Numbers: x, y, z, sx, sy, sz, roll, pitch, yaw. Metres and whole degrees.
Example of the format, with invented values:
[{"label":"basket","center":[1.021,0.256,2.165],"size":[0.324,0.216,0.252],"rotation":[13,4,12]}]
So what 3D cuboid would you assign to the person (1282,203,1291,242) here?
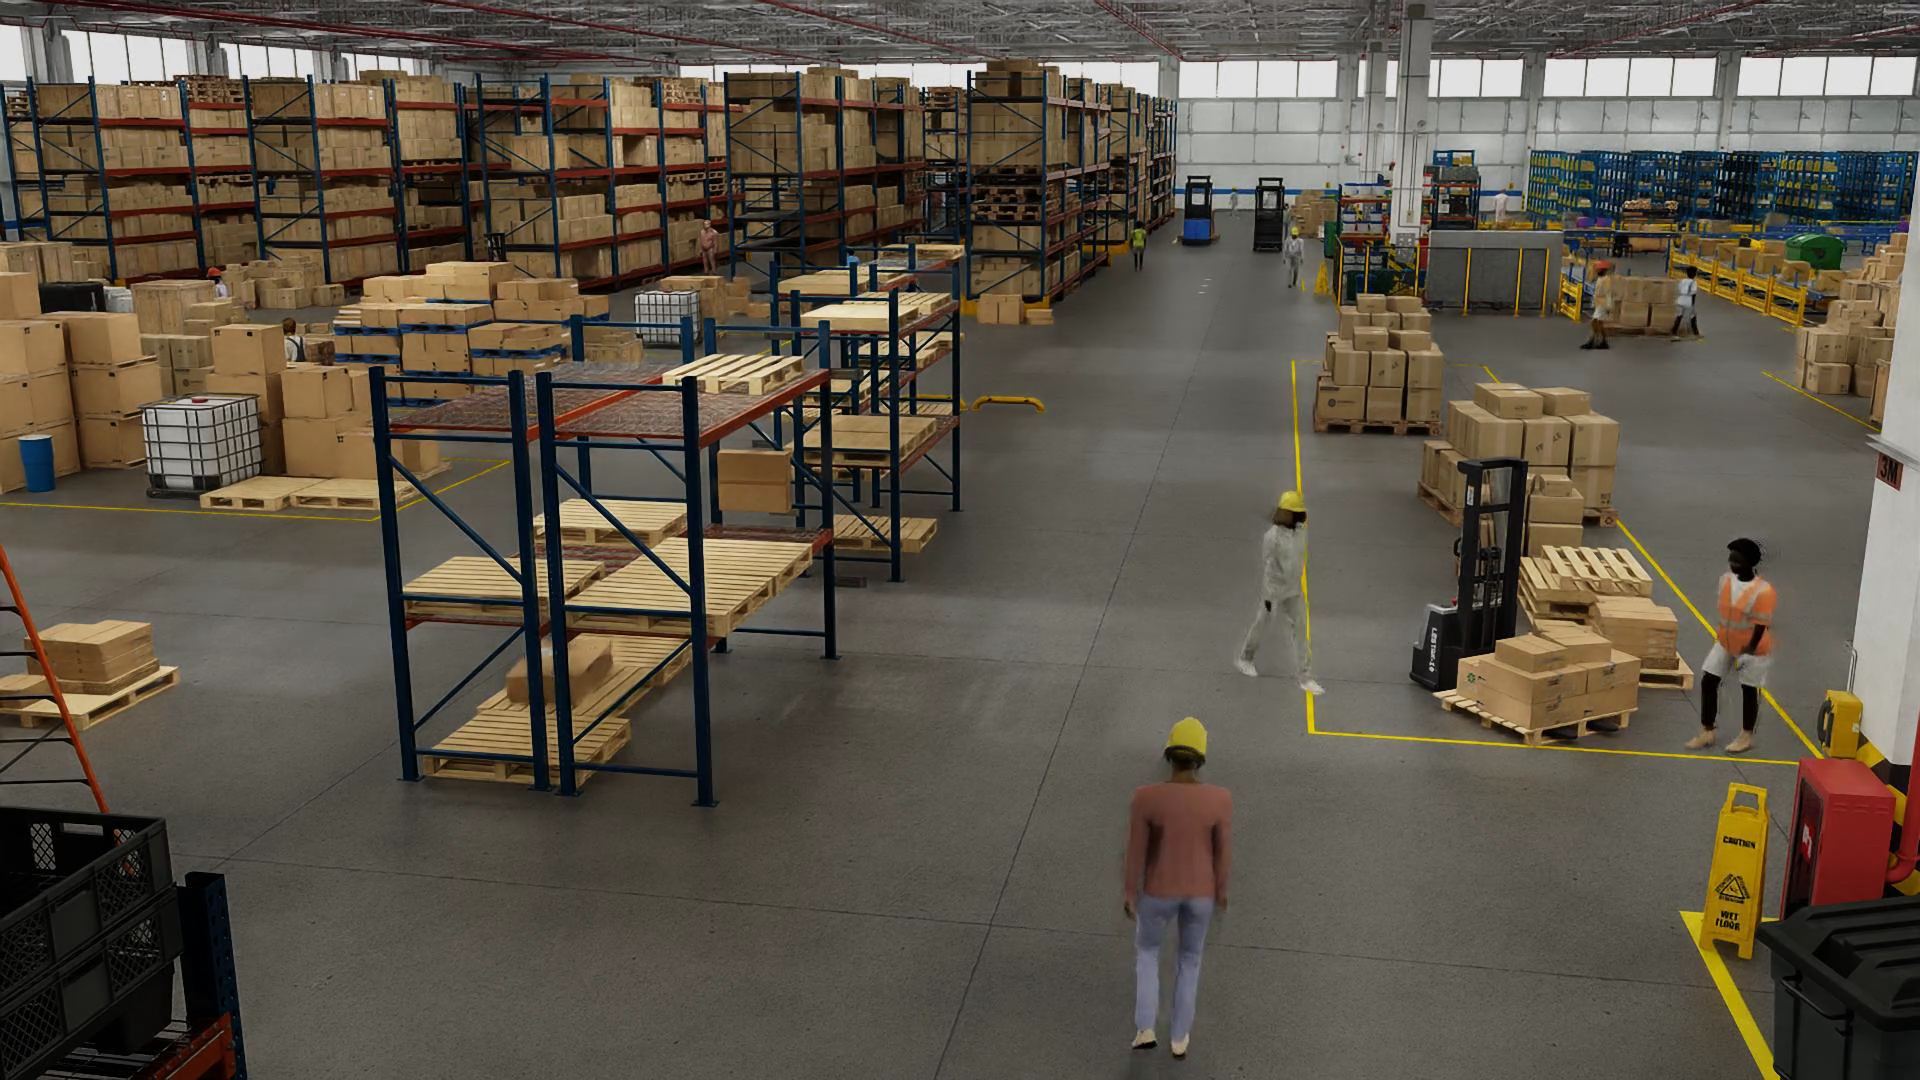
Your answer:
[{"label":"person","center":[13.743,-13.440,70.357],"size":[0.494,1.625,0.281],"rotation":[-3,14,-13]}]

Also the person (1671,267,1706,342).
[{"label":"person","center":[16.248,-5.245,37.002],"size":[0.846,1.649,0.557],"rotation":[-5,15,-19]}]

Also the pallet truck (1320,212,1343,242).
[{"label":"pallet truck","center":[15.874,-13.227,70.310],"size":[0.680,1.201,1.601],"rotation":[10,17,35]}]

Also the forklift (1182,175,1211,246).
[{"label":"forklift","center":[9.669,-13.413,67.660],"size":[1.129,2.768,1.873],"rotation":[2,14,10]}]

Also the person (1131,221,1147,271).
[{"label":"person","center":[5.994,-9.884,55.872],"size":[0.536,1.648,0.889],"rotation":[0,14,2]}]

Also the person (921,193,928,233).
[{"label":"person","center":[-1.586,-14.970,75.922],"size":[0.547,1.938,0.377],"rotation":[2,14,7]}]

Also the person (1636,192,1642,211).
[{"label":"person","center":[33.349,-16.436,81.756],"size":[0.387,1.992,0.626],"rotation":[10,17,36]}]

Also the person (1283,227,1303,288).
[{"label":"person","center":[9.949,-8.441,49.677],"size":[0.590,1.809,0.540],"rotation":[3,14,10]}]

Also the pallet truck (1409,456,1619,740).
[{"label":"pallet truck","center":[4.504,0.400,13.395],"size":[0.823,1.965,1.885],"rotation":[-6,15,-23]}]

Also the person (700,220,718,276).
[{"label":"person","center":[-7.803,-8.951,51.549],"size":[0.642,1.909,0.409],"rotation":[7,16,27]}]

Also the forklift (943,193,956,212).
[{"label":"forklift","center":[0.041,-19.999,94.399],"size":[1.873,2.768,1.129],"rotation":[3,14,10]}]

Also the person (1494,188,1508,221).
[{"label":"person","center":[26.023,-15.938,79.917],"size":[0.651,1.906,0.403],"rotation":[9,16,32]}]

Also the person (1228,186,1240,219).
[{"label":"person","center":[14.642,-17.982,88.629],"size":[0.853,1.708,0.495],"rotation":[12,18,40]}]

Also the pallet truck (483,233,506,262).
[{"label":"pallet truck","center":[-11.832,-7.026,43.548],"size":[1.885,1.965,0.823],"rotation":[8,16,28]}]

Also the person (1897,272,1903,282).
[{"label":"person","center":[20.413,-5.087,35.586],"size":[0.679,2.000,0.537],"rotation":[2,14,8]}]

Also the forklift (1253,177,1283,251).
[{"label":"forklift","center":[12.083,-12.747,64.956],"size":[1.129,2.768,1.873],"rotation":[3,14,10]}]

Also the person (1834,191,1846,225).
[{"label":"person","center":[41.526,-15.526,78.400],"size":[0.578,1.821,0.614],"rotation":[3,14,11]}]

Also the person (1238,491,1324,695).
[{"label":"person","center":[2.703,0.398,14.026],"size":[0.502,1.699,0.911],"rotation":[-9,16,-31]}]

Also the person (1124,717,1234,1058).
[{"label":"person","center":[1.101,1.762,8.393],"size":[0.544,1.743,0.482],"rotation":[1,14,3]}]

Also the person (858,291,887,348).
[{"label":"person","center":[-1.729,-5.017,35.568],"size":[0.997,1.916,0.620],"rotation":[-3,14,-10]}]

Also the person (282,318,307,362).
[{"label":"person","center":[-10.121,-2.459,25.317],"size":[0.351,1.846,0.506],"rotation":[5,15,18]}]

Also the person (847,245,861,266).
[{"label":"person","center":[-2.835,-6.890,43.610],"size":[0.540,1.696,0.317],"rotation":[4,14,14]}]

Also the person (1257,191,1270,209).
[{"label":"person","center":[15.085,-16.677,82.912],"size":[0.635,1.909,0.825],"rotation":[-5,15,-18]}]

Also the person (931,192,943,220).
[{"label":"person","center":[-1.184,-17.873,87.864],"size":[0.653,1.857,0.962],"rotation":[3,14,12]}]

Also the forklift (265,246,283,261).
[{"label":"forklift","center":[-20.115,-9.147,50.339],"size":[1.129,2.768,1.873],"rotation":[3,14,10]}]

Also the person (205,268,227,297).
[{"label":"person","center":[-14.873,-4.492,33.395],"size":[0.432,1.933,0.560],"rotation":[0,14,-1]}]

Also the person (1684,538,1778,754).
[{"label":"person","center":[5.756,0.814,12.392],"size":[0.643,1.670,0.537],"rotation":[-7,15,-25]}]

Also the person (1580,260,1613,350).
[{"label":"person","center":[13.603,-5.021,35.587],"size":[0.809,1.904,0.565],"rotation":[-1,14,-3]}]
